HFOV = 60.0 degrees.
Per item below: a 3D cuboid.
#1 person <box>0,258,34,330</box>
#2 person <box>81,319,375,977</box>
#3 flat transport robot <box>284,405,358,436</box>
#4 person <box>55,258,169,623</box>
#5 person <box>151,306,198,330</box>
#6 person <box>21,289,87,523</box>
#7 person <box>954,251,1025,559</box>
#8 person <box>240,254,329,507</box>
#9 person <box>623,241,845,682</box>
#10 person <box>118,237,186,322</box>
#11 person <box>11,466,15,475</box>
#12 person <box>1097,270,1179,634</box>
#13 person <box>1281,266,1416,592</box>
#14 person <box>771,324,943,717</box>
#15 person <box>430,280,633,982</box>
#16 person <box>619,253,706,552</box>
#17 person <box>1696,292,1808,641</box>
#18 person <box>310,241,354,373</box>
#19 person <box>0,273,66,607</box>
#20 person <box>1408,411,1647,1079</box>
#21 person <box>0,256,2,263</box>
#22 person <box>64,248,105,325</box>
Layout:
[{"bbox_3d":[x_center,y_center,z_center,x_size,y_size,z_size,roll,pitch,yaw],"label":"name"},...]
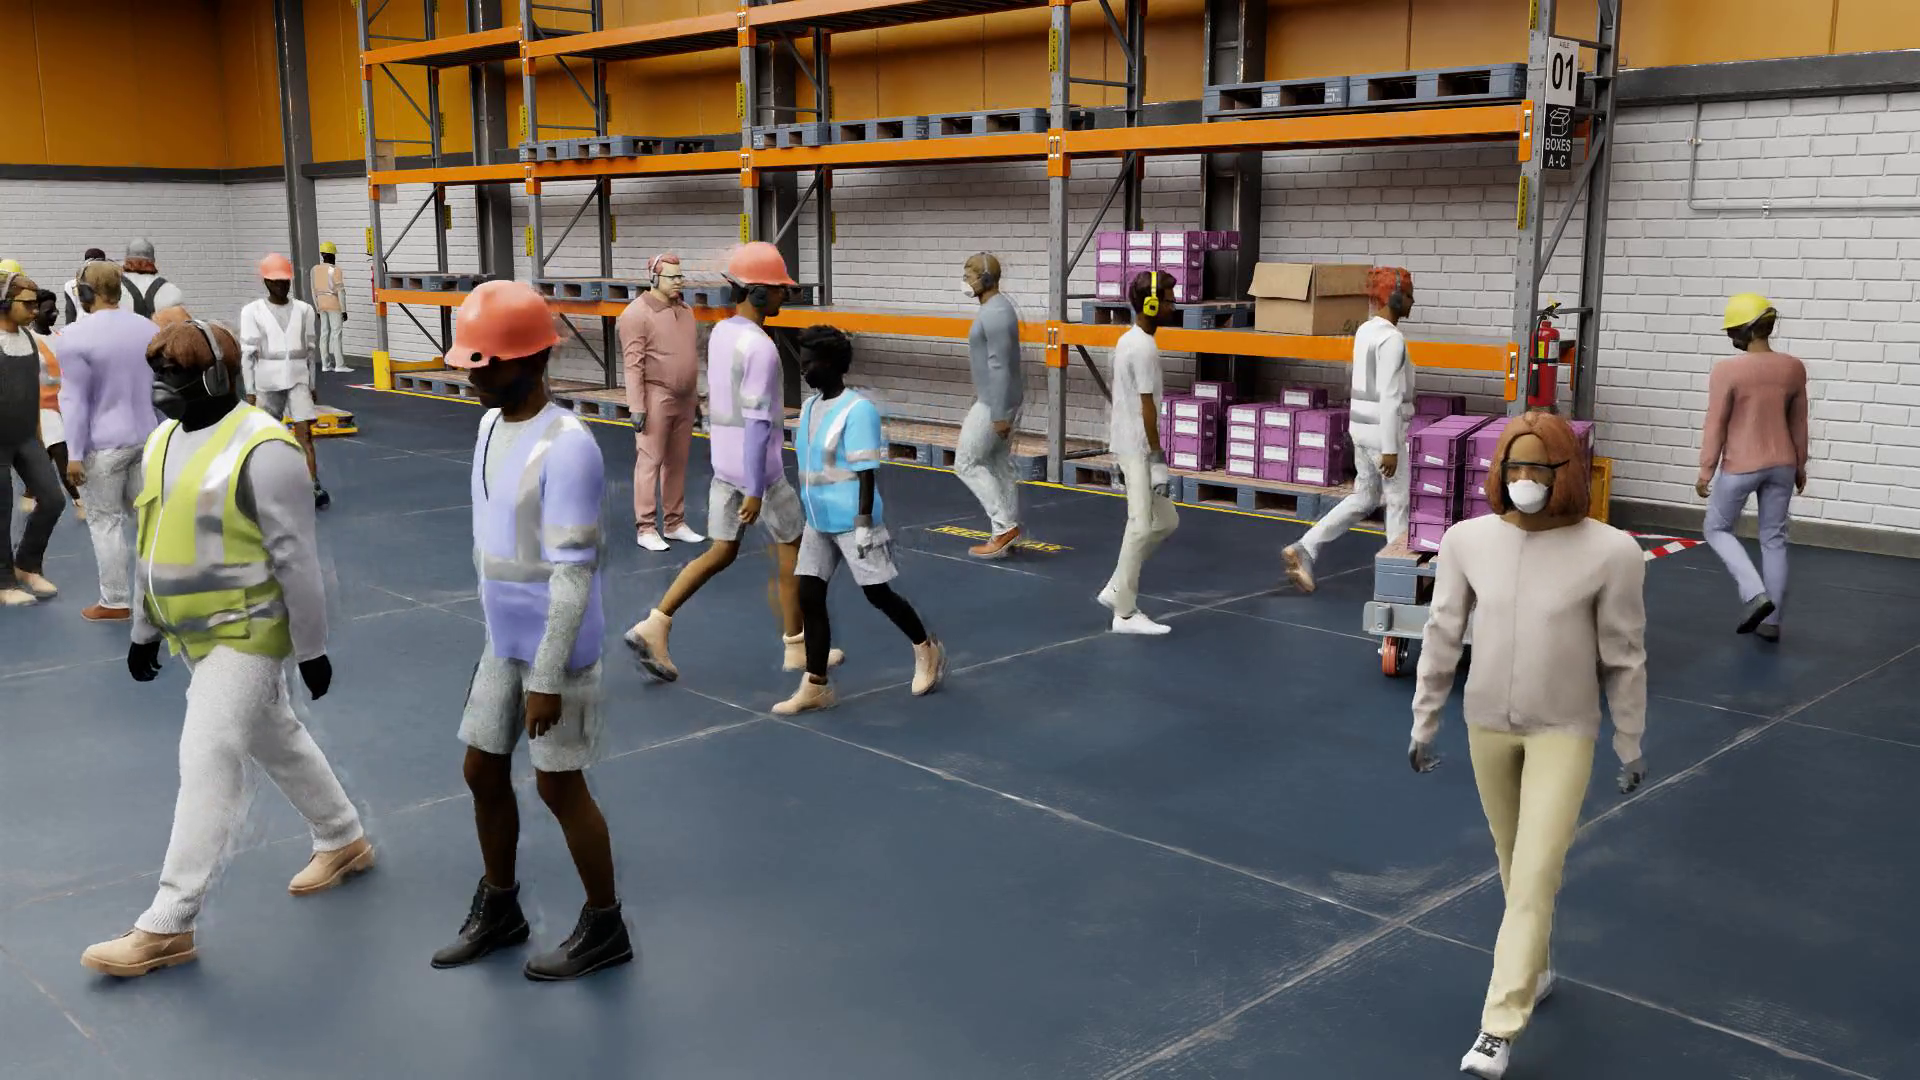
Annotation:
[{"bbox_3d":[-9.476,-1.904,16.623,0.588,1.804,0.716,-5,12,-26],"label":"person"},{"bbox_3d":[-2.117,0.261,4.815,0.651,1.793,0.975,8,13,37],"label":"person"},{"bbox_3d":[-6.740,-1.238,17.123,0.652,0.197,1.431,-7,13,-35],"label":"flat transport robot"},{"bbox_3d":[-4.255,-0.484,8.559,0.763,1.917,0.634,4,11,19],"label":"person"},{"bbox_3d":[-4.527,-0.536,9.620,0.664,1.608,0.516,2,11,10],"label":"person"},{"bbox_3d":[-6.403,-0.942,11.746,0.861,1.647,0.544,3,11,14],"label":"person"},{"bbox_3d":[0.178,-0.819,10.342,0.444,1.924,0.644,1,10,4],"label":"person"},{"bbox_3d":[-5.086,-1.188,12.474,0.567,1.880,1.023,-8,13,-36],"label":"person"},{"bbox_3d":[-1.028,-0.338,7.513,0.972,2.004,0.605,-7,12,-32],"label":"person"},{"bbox_3d":[-6.870,-1.557,14.033,0.680,2.000,0.776,-6,12,-31],"label":"person"},{"bbox_3d":[-6.133,-0.823,10.225,0.463,1.977,0.628,-1,10,-6],"label":"person"},{"bbox_3d":[0.941,-0.423,8.371,0.379,1.853,0.526,1,10,5],"label":"person"},{"bbox_3d":[2.254,-0.575,9.189,0.821,1.860,0.592,-1,10,-3],"label":"person"},{"bbox_3d":[-0.439,-0.097,7.141,0.807,1.661,0.553,-8,13,-38],"label":"person"},{"bbox_3d":[-1.156,0.281,4.451,0.518,1.906,0.608,-9,14,-41],"label":"person"},{"bbox_3d":[-1.892,-0.892,10.781,0.402,1.904,0.652,6,12,30],"label":"person"},{"bbox_3d":[3.953,-0.355,8.277,0.600,1.736,0.462,-2,11,-8],"label":"person"},{"bbox_3d":[-9.289,-3.431,24.561,0.585,1.927,0.366,4,11,22],"label":"person"},{"bbox_3d":[-5.165,-0.526,9.010,0.436,1.819,0.541,3,11,18],"label":"person"},{"bbox_3d":[1.343,0.490,4.054,0.527,1.592,0.834,9,13,39],"label":"person"},{"bbox_3d":[-10.398,-2.214,18.068,0.867,1.874,0.644,0,10,-1],"label":"person"},{"bbox_3d":[-8.832,-2.039,17.076,0.617,1.900,0.538,-7,12,-33],"label":"person"}]
